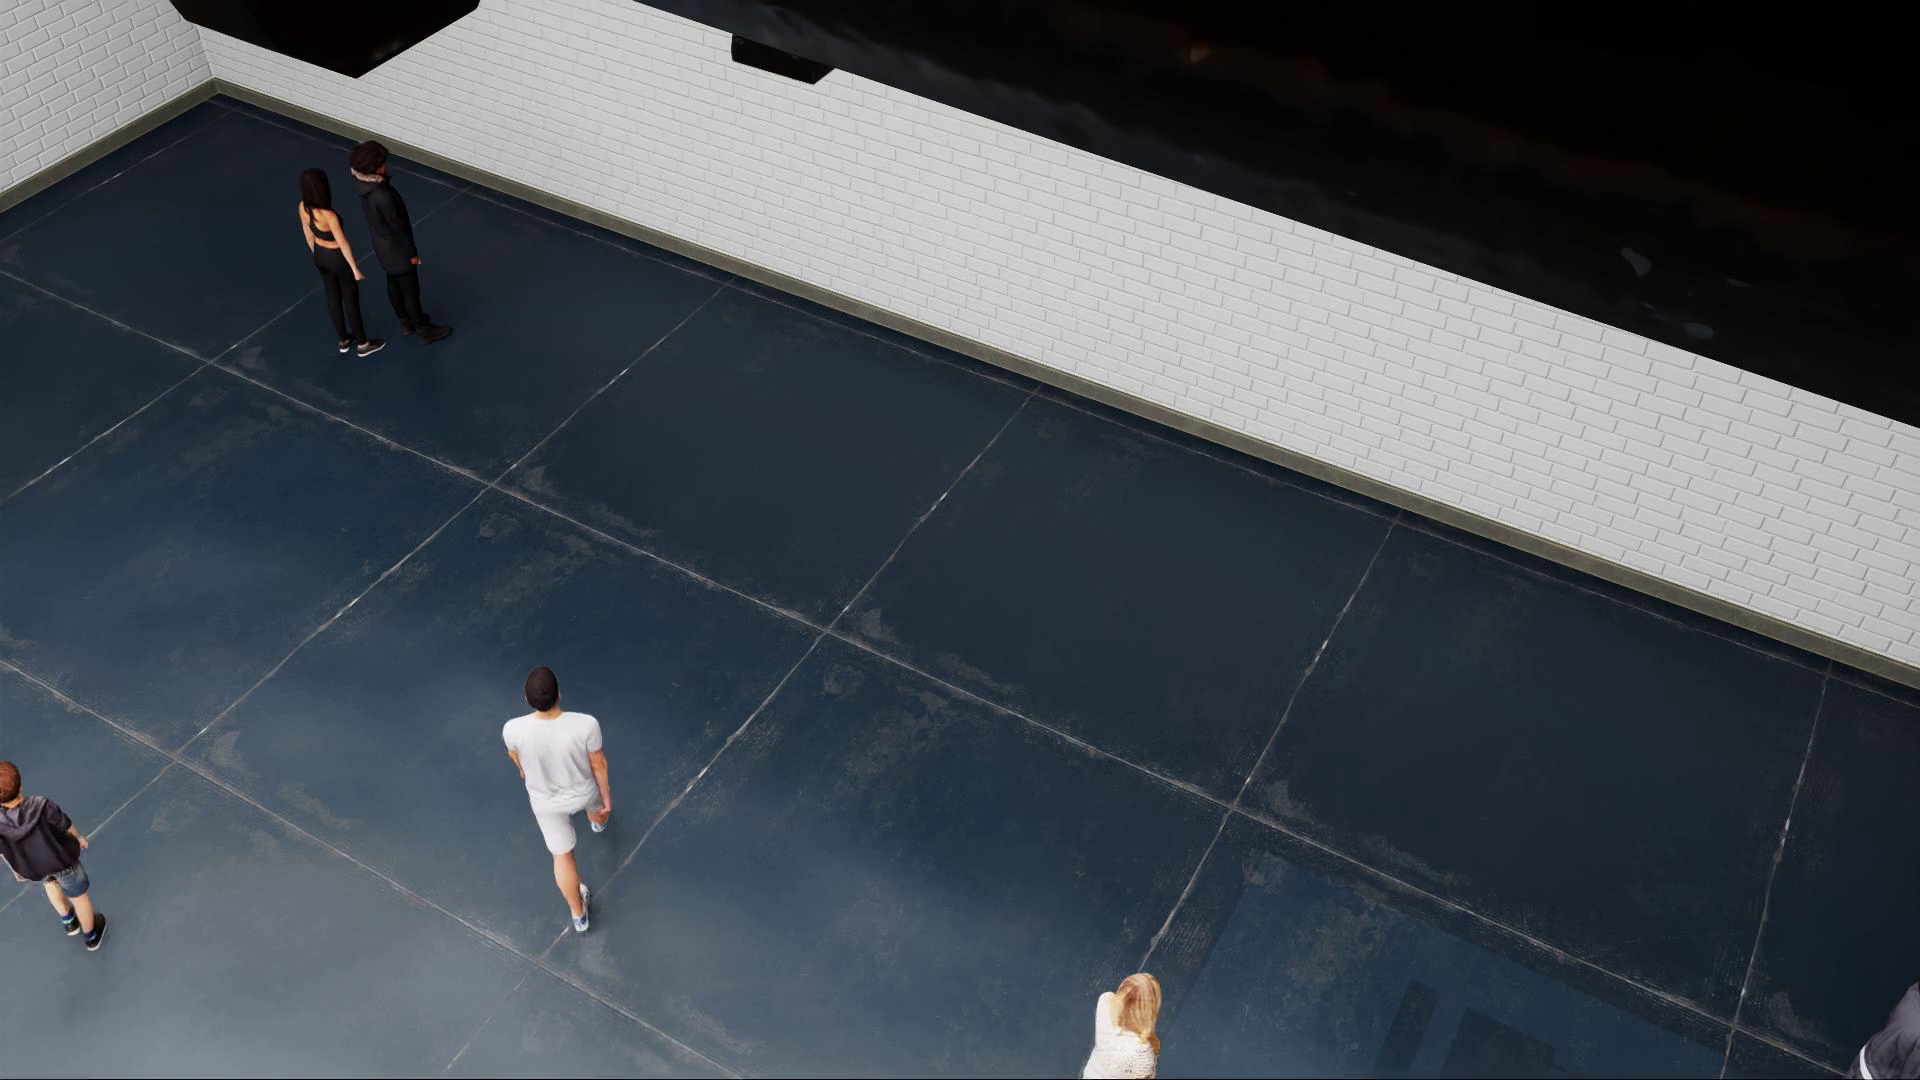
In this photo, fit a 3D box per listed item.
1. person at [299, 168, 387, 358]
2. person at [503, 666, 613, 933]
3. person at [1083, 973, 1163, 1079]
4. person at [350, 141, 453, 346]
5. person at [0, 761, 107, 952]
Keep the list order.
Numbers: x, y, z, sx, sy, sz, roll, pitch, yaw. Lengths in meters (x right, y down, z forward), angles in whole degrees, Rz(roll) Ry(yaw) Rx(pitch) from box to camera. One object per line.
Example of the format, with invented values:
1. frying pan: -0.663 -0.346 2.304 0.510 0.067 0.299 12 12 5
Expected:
1. person: -4.949 -2.187 13.128 0.581 1.641 0.514 18 47 18
2. person: -2.194 1.461 9.180 1.152 1.805 1.262 -7 44 -7
3. person: 0.678 2.663 7.919 0.954 1.804 0.789 -29 51 -27
4. person: -4.493 -2.340 13.189 0.674 1.778 0.677 33 53 30
5. person: -5.011 1.787 9.105 0.649 1.435 0.706 -9 44 -9
